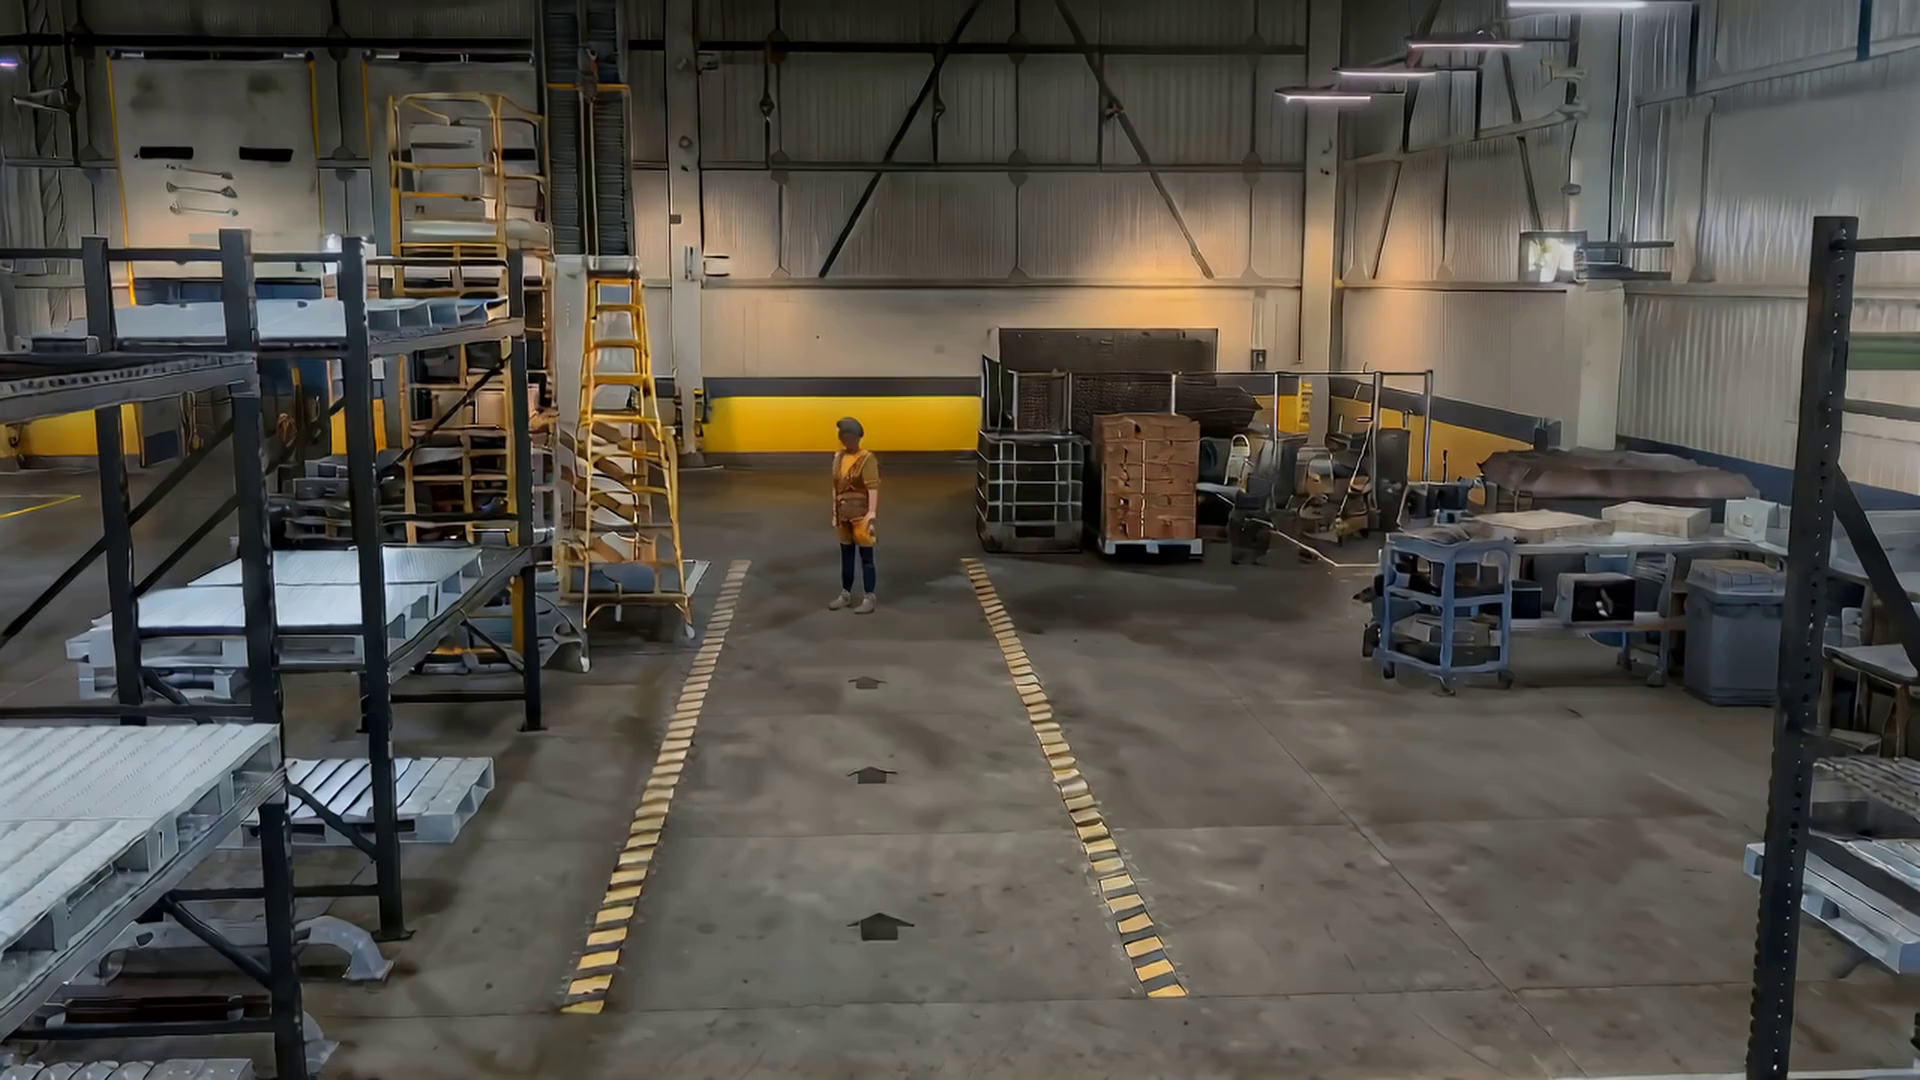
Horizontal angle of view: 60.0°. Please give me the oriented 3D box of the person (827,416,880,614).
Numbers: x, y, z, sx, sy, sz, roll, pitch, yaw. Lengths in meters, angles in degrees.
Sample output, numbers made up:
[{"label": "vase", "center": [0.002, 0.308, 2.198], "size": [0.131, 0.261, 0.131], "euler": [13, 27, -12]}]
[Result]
[{"label": "person", "center": [-0.901, -0.213, 14.189], "size": [0.536, 1.690, 0.324], "euler": [8, 12, 42]}]

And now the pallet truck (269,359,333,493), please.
[{"label": "pallet truck", "center": [-7.062, -1.131, 18.996], "size": [1.885, 1.965, 0.823], "euler": [2, 9, 13]}]
